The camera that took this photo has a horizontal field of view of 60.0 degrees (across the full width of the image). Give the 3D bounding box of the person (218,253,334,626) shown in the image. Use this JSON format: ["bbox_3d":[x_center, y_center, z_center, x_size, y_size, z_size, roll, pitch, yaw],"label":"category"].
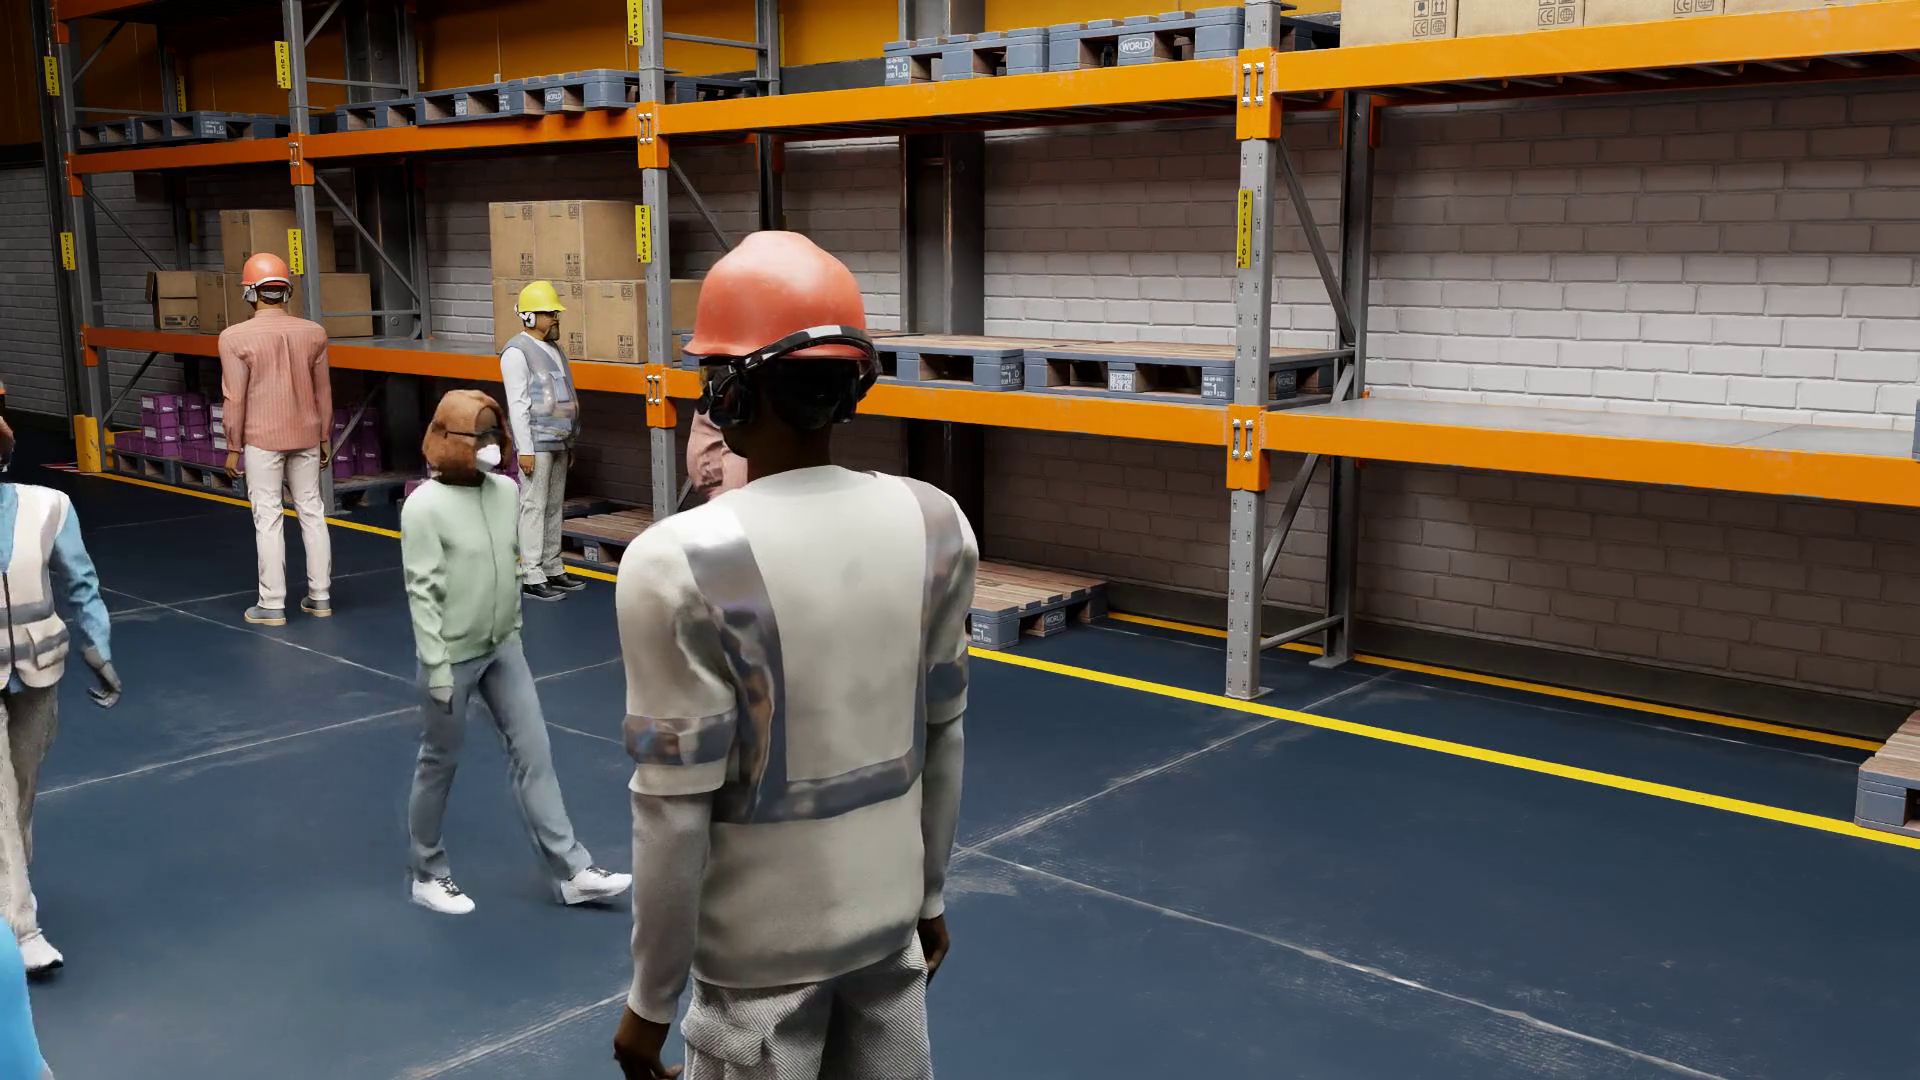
[{"bbox_3d":[-3.677,-0.538,8.976,0.381,1.995,0.611,8,13,39],"label":"person"}]

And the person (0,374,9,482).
[{"bbox_3d":[-6.373,-0.694,10.715,0.534,1.697,0.317,0,10,2],"label":"person"}]

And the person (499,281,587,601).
[{"bbox_3d":[-2.404,-0.575,9.644,0.404,1.833,0.590,2,10,11],"label":"person"}]

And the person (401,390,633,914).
[{"bbox_3d":[-1.371,0.361,4.980,0.745,1.604,0.532,5,11,25],"label":"person"}]

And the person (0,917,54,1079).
[{"bbox_3d":[-1.189,0.909,1.717,0.924,1.647,0.537,6,12,30],"label":"person"}]

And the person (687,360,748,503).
[{"bbox_3d":[-0.924,-0.125,6.881,0.401,1.904,0.650,1,10,3],"label":"person"}]

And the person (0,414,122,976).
[{"bbox_3d":[-2.769,0.397,4.802,0.859,1.590,0.518,8,13,39],"label":"person"}]

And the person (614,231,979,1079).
[{"bbox_3d":[-0.256,0.569,2.531,0.605,2.045,0.377,-9,14,-42],"label":"person"}]
